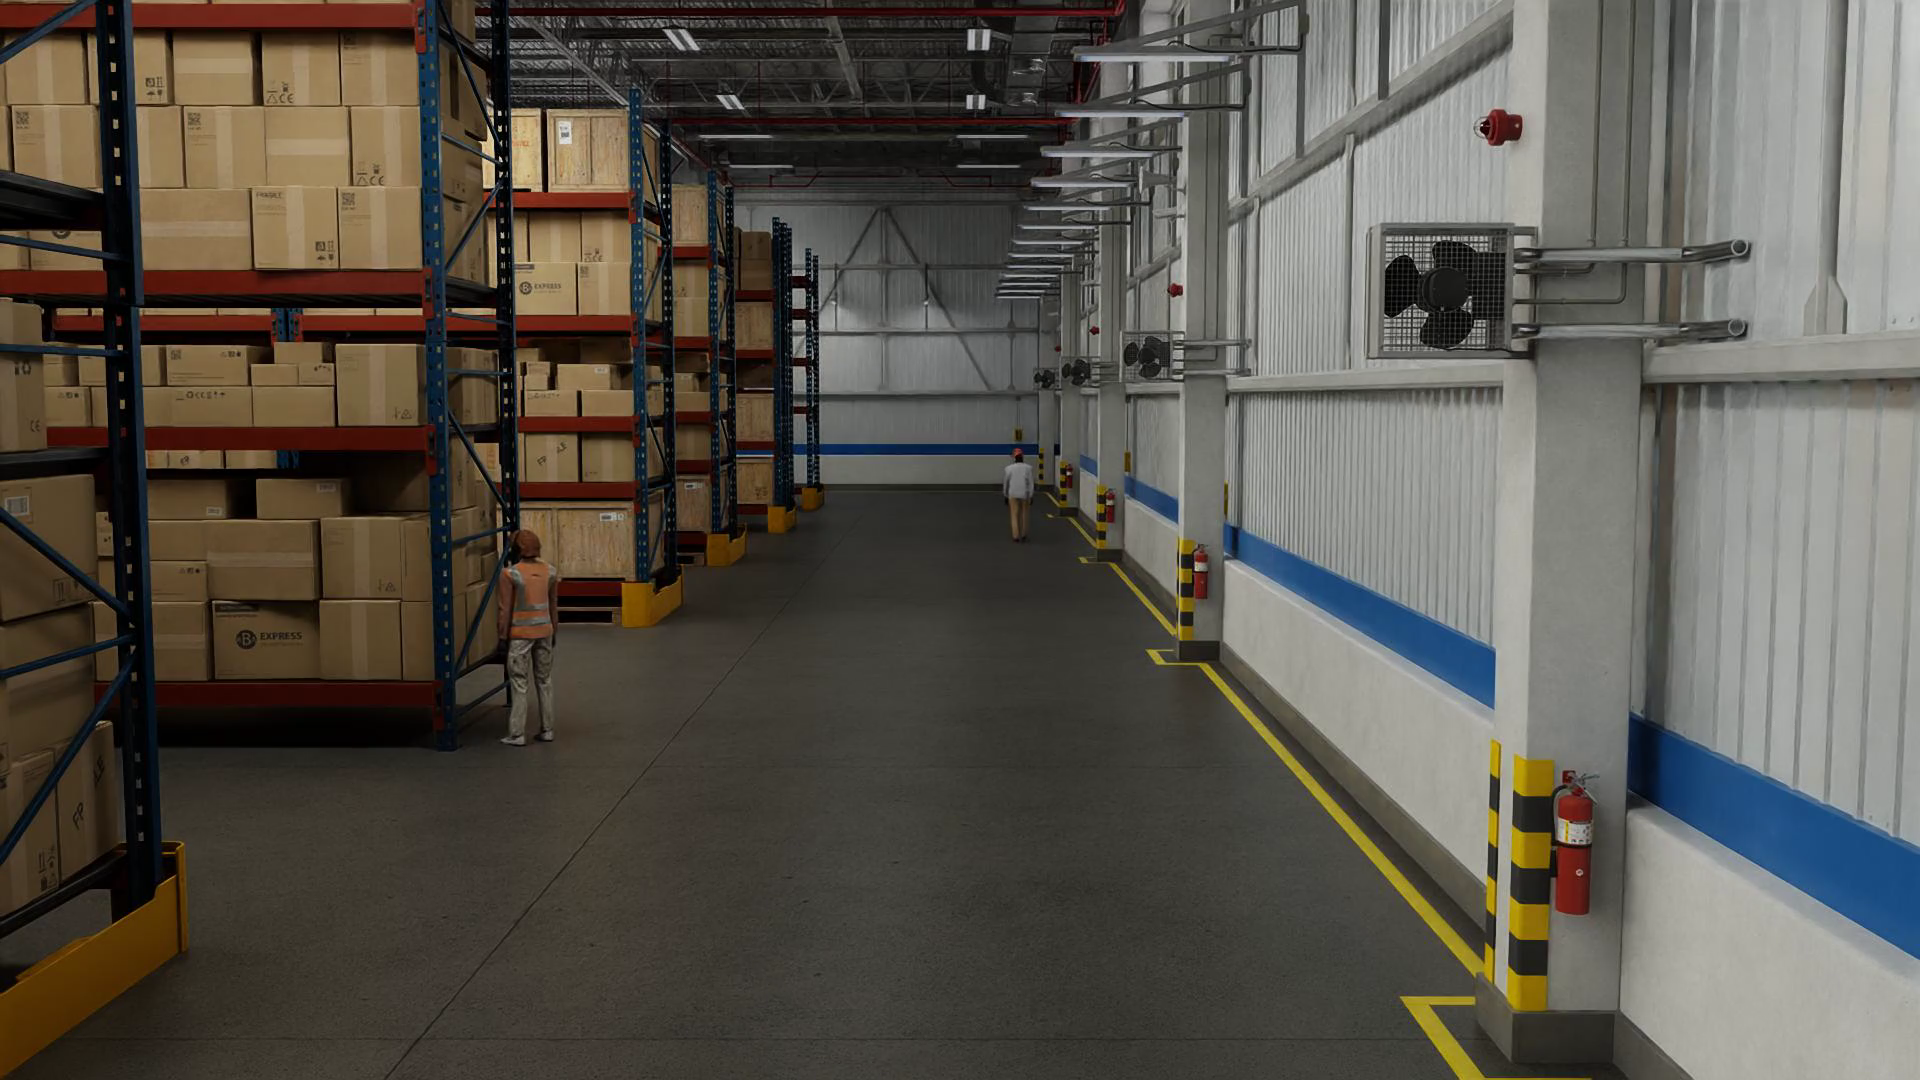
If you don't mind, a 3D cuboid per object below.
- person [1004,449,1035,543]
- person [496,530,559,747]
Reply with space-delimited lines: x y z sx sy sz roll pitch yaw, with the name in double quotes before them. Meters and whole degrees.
"person" 1.073 -0.808 30.147 0.575 1.688 0.934 1 5 7
"person" -3.251 0.736 12.557 0.314 1.631 0.524 4 6 40
